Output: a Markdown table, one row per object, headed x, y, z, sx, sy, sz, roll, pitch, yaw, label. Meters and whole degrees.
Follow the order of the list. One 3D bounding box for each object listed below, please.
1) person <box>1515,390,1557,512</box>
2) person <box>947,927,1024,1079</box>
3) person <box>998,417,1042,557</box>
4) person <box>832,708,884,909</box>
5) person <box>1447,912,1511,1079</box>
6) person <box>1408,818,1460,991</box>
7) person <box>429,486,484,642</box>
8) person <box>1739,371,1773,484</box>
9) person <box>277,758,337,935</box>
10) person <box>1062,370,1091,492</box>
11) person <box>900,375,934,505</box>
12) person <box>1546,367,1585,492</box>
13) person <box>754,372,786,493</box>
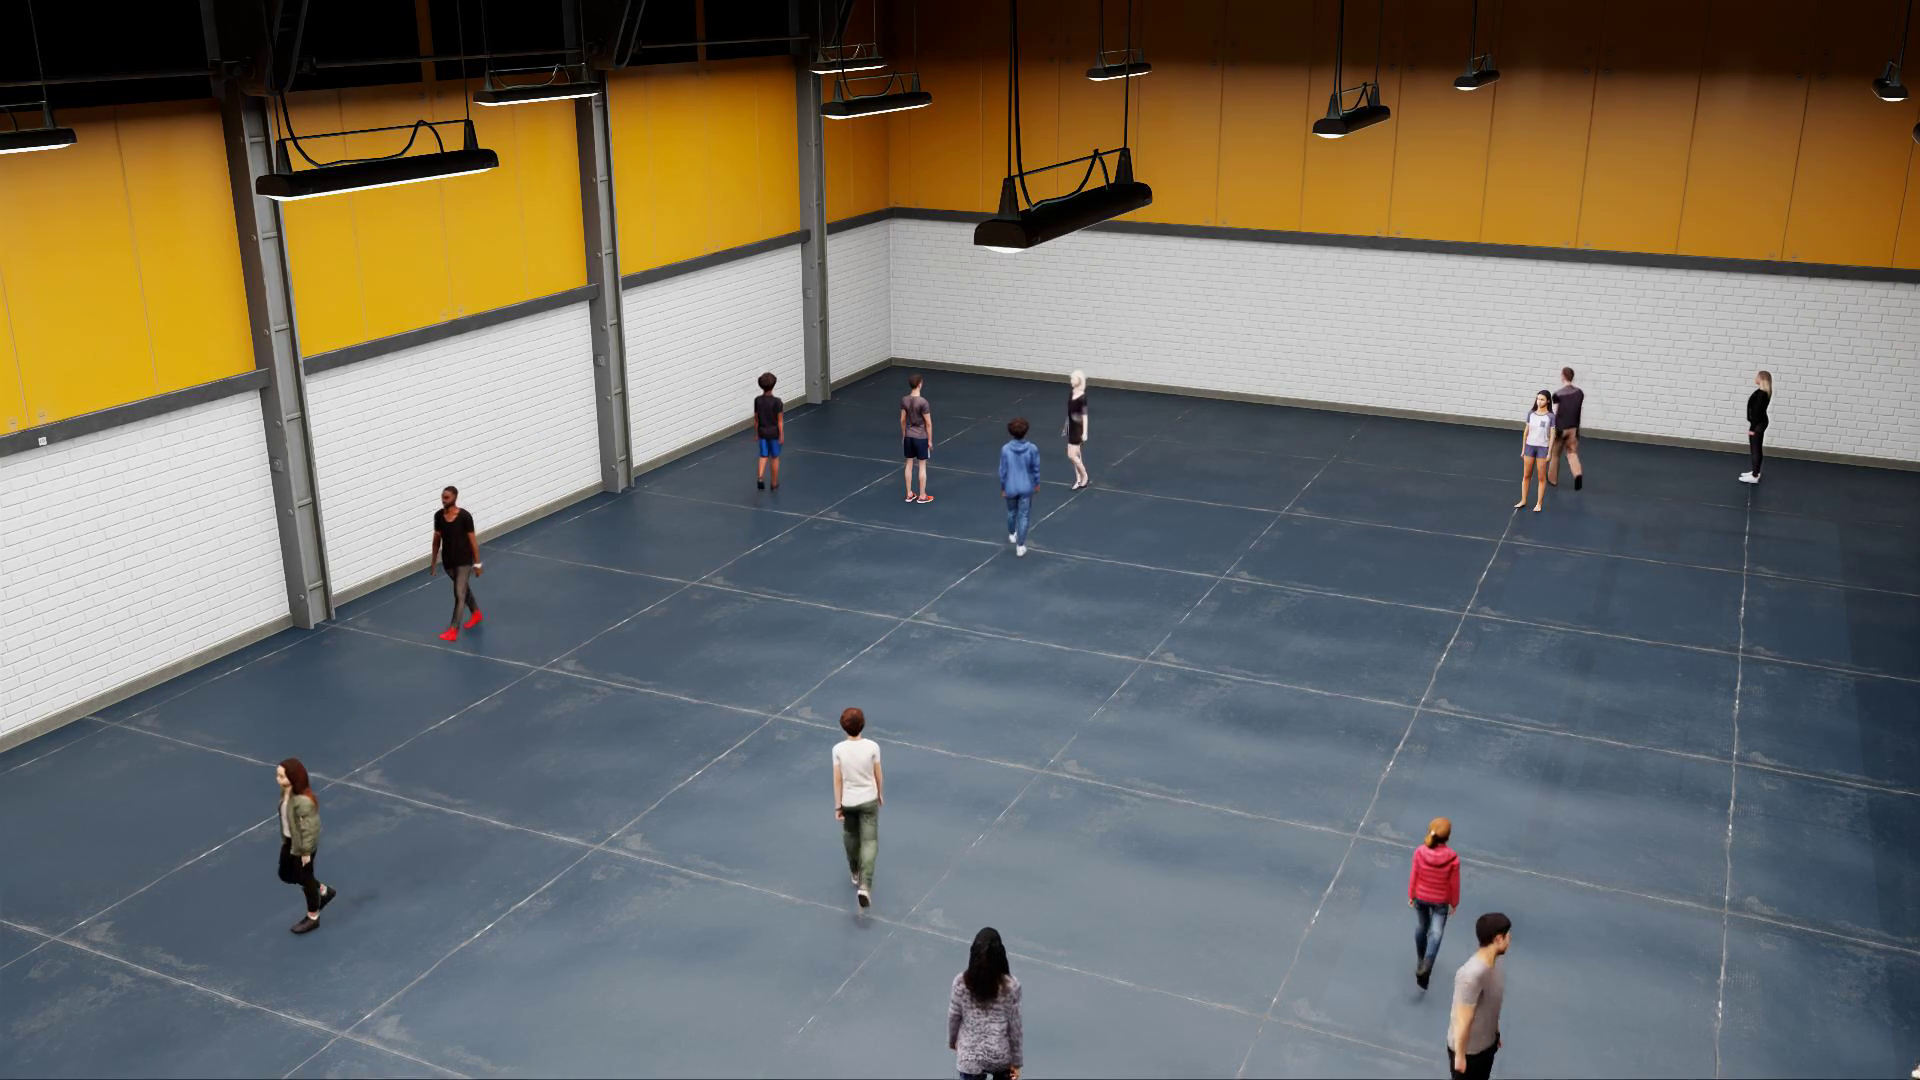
| x | y | z | sx | sy | sz | roll | pitch | yaw | label |
| --- | --- | --- | --- | --- | --- | --- | --- | --- | --- |
| 8.175 | -1.281 | 23.540 | 0.630 | 1.734 | 0.587 | 14 | 23 | 37 | person |
| 0.145 | 3.233 | 10.205 | 0.912 | 1.691 | 1.166 | 0 | 19 | 1 | person |
| 0.766 | -0.666 | 21.644 | 0.843 | 1.779 | 1.078 | 4 | 19 | 12 | person |
| -0.810 | 2.172 | 13.454 | 0.853 | 1.629 | 1.142 | 0 | 19 | 0 | person |
| 3.196 | 3.156 | 10.442 | 0.630 | 1.686 | 0.843 | -12 | 22 | -31 | person |
| 3.492 | 2.710 | 12.370 | 0.536 | 1.300 | 0.831 | 10 | 21 | 26 | person |
| -5.684 | 0.232 | 19.005 | 0.763 | 1.762 | 1.198 | 6 | 20 | 18 | person |
| 11.945 | -1.697 | 24.859 | 0.685 | 1.682 | 0.516 | 12 | 22 | 31 | person |
| -5.137 | 2.373 | 13.102 | 0.754 | 1.471 | 0.706 | -17 | 25 | -41 | person |
| 1.790 | -1.598 | 24.344 | 0.791 | 1.822 | 0.732 | -7 | 20 | -20 | person |
| -0.632 | -1.452 | 23.855 | 0.662 | 1.858 | 0.559 | 10 | 21 | 28 | person |
| 8.913 | -1.603 | 24.373 | 1.023 | 1.812 | 1.153 | -3 | 19 | -7 | person |
| -2.789 | -1.526 | 24.192 | 0.704 | 1.784 | 0.899 | 4 | 19 | 11 | person |
